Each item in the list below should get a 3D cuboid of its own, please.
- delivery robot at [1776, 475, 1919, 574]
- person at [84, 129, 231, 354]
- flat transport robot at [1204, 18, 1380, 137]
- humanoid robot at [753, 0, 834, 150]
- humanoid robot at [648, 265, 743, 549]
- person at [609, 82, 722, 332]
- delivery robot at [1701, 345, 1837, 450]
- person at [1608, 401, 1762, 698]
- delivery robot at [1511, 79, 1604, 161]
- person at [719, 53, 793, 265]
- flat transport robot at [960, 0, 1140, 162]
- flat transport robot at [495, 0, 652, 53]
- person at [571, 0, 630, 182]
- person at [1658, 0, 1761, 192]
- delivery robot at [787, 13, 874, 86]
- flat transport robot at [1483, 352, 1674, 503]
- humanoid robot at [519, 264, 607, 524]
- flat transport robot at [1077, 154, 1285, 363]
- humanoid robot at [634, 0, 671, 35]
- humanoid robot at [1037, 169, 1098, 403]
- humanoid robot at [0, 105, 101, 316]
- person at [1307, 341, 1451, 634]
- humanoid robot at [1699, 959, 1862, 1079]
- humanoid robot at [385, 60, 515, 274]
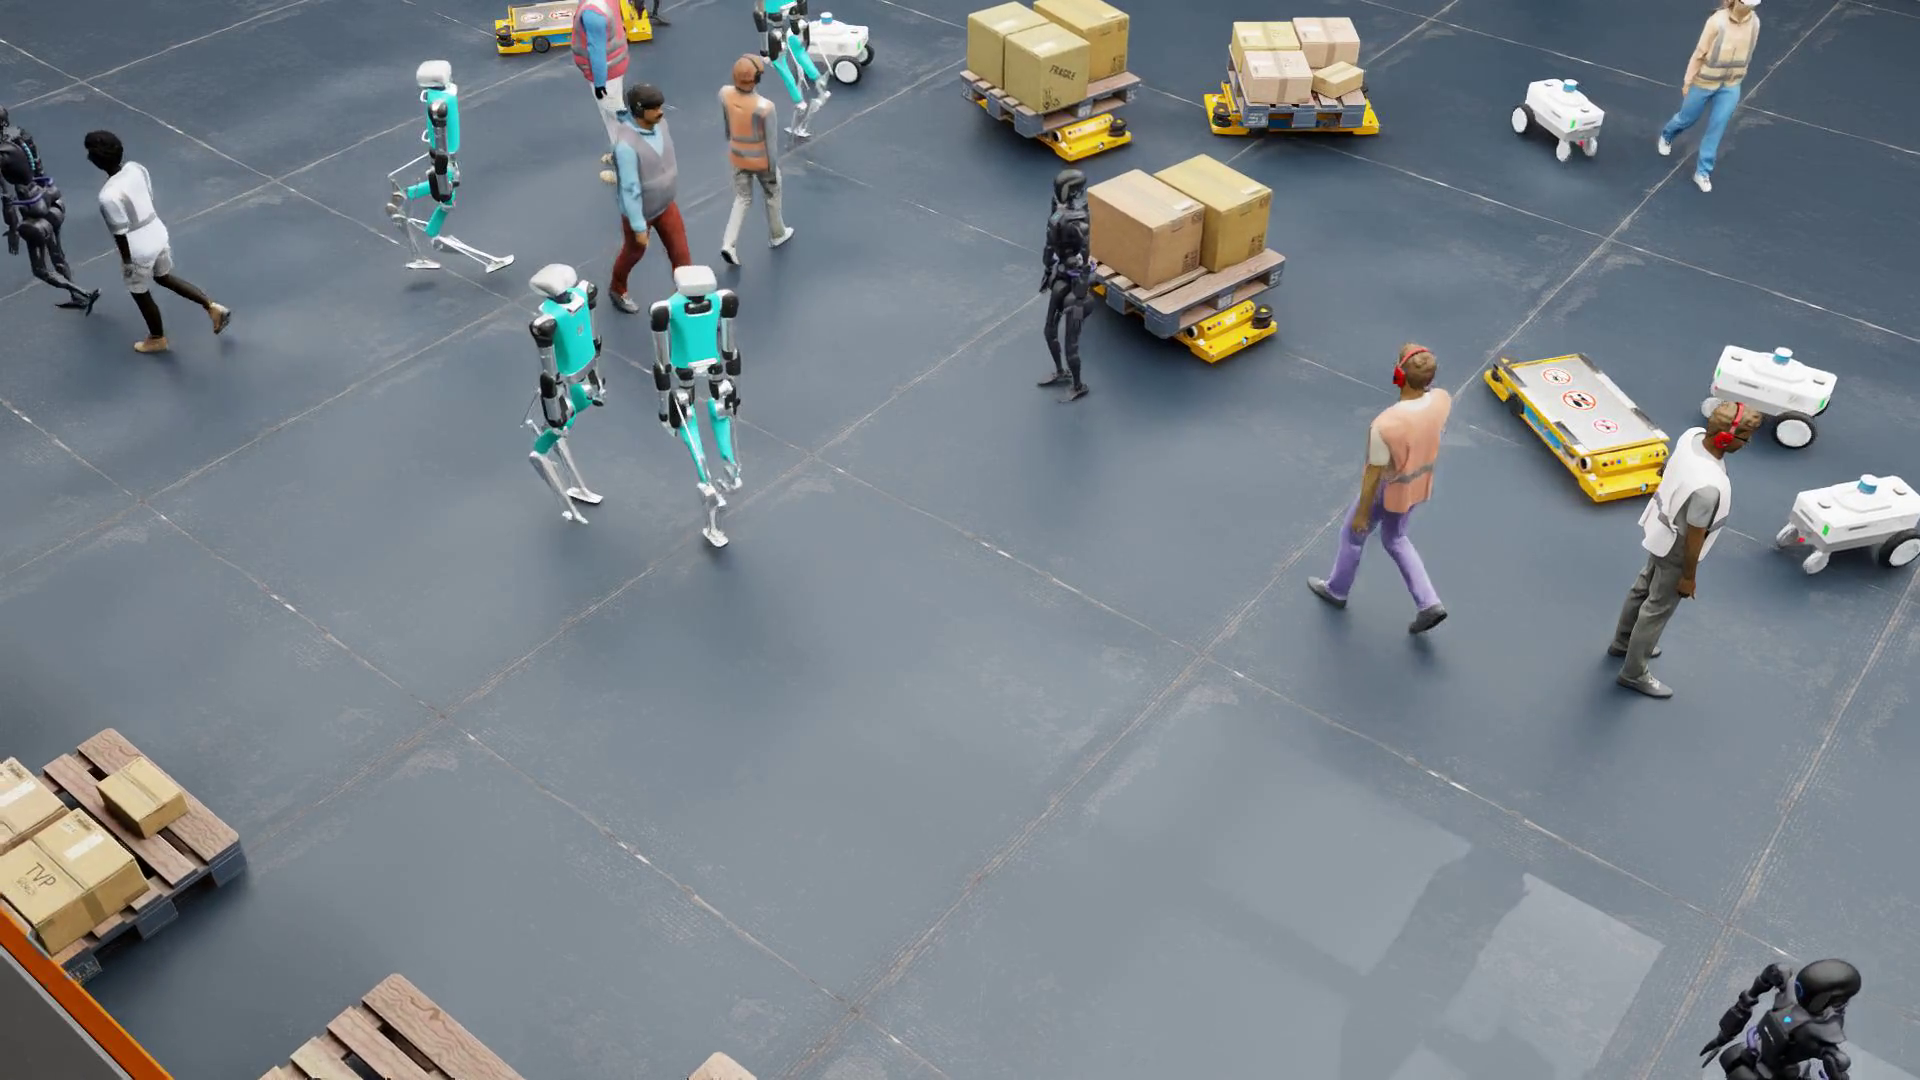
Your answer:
[{"bbox_3d":[5.405,-0.130,10.019,0.781,0.605,0.499,-9,41,-11],"label":"delivery robot"},{"bbox_3d":[-5.542,-2.017,11.359,0.613,1.677,0.543,3,40,3],"label":"person"},{"bbox_3d":[2.884,-3.763,14.505,1.431,0.231,0.659,0,40,0],"label":"flat transport robot"},{"bbox_3d":[-1.334,-4.035,13.700,0.660,1.812,0.533,32,50,32],"label":"humanoid robot"},{"bbox_3d":[-1.446,-0.699,9.786,0.582,1.778,0.894,-17,43,-19],"label":"humanoid robot"},{"bbox_3d":[-2.166,-2.330,11.620,1.010,1.822,0.570,23,45,24],"label":"person"},{"bbox_3d":[5.390,-0.999,11.025,0.765,0.585,0.499,22,45,24],"label":"delivery robot"},{"bbox_3d":[3.800,0.030,8.831,0.390,1.837,0.562,6,41,7],"label":"person"},{"bbox_3d":[5.105,-3.604,14.091,0.499,0.587,0.777,-12,42,-14],"label":"delivery robot"},{"bbox_3d":[-1.558,-2.823,12.356,0.515,1.606,0.686,19,44,21],"label":"person"},{"bbox_3d":[0.783,-3.721,14.455,0.659,0.231,1.431,-24,46,-26],"label":"flat transport robot"},{"bbox_3d":[-3.694,-4.917,15.862,1.431,0.231,0.659,-9,41,-11],"label":"flat transport robot"},{"bbox_3d":[-2.862,-3.775,13.319,0.434,1.834,0.629,-1,40,-1],"label":"person"},{"bbox_3d":[6.037,-3.722,13.340,0.497,1.698,0.728,-1,40,-1],"label":"person"},{"bbox_3d":[-1.169,-4.480,15.137,0.779,0.607,0.523,8,41,9],"label":"delivery robot"},{"bbox_3d":[4.127,-0.792,11.010,0.659,0.231,1.431,-10,41,-12],"label":"flat transport robot"},{"bbox_3d":[-2.455,-0.889,9.980,0.673,1.782,0.536,17,43,19],"label":"humanoid robot"},{"bbox_3d":[1.578,-1.787,12.180,0.659,0.231,1.431,-27,47,-28],"label":"flat transport robot"},{"bbox_3d":[-3.019,-5.574,15.540,0.338,1.651,0.602,19,44,21],"label":"humanoid robot"},{"bbox_3d":[0.706,-1.680,10.969,0.327,1.661,0.584,-16,43,-18],"label":"humanoid robot"},{"bbox_3d":[-6.484,-2.330,11.729,0.433,1.642,0.599,2,40,2],"label":"humanoid robot"},{"bbox_3d":[2.419,-0.249,9.185,0.584,1.810,0.781,-26,47,-27],"label":"person"},{"bbox_3d":[3.201,2.115,6.497,0.455,1.645,0.586,-9,41,-10],"label":"humanoid robot"},{"bbox_3d":[-3.869,-2.617,12.033,1.031,1.733,0.546,-4,41,-5],"label":"humanoid robot"}]
